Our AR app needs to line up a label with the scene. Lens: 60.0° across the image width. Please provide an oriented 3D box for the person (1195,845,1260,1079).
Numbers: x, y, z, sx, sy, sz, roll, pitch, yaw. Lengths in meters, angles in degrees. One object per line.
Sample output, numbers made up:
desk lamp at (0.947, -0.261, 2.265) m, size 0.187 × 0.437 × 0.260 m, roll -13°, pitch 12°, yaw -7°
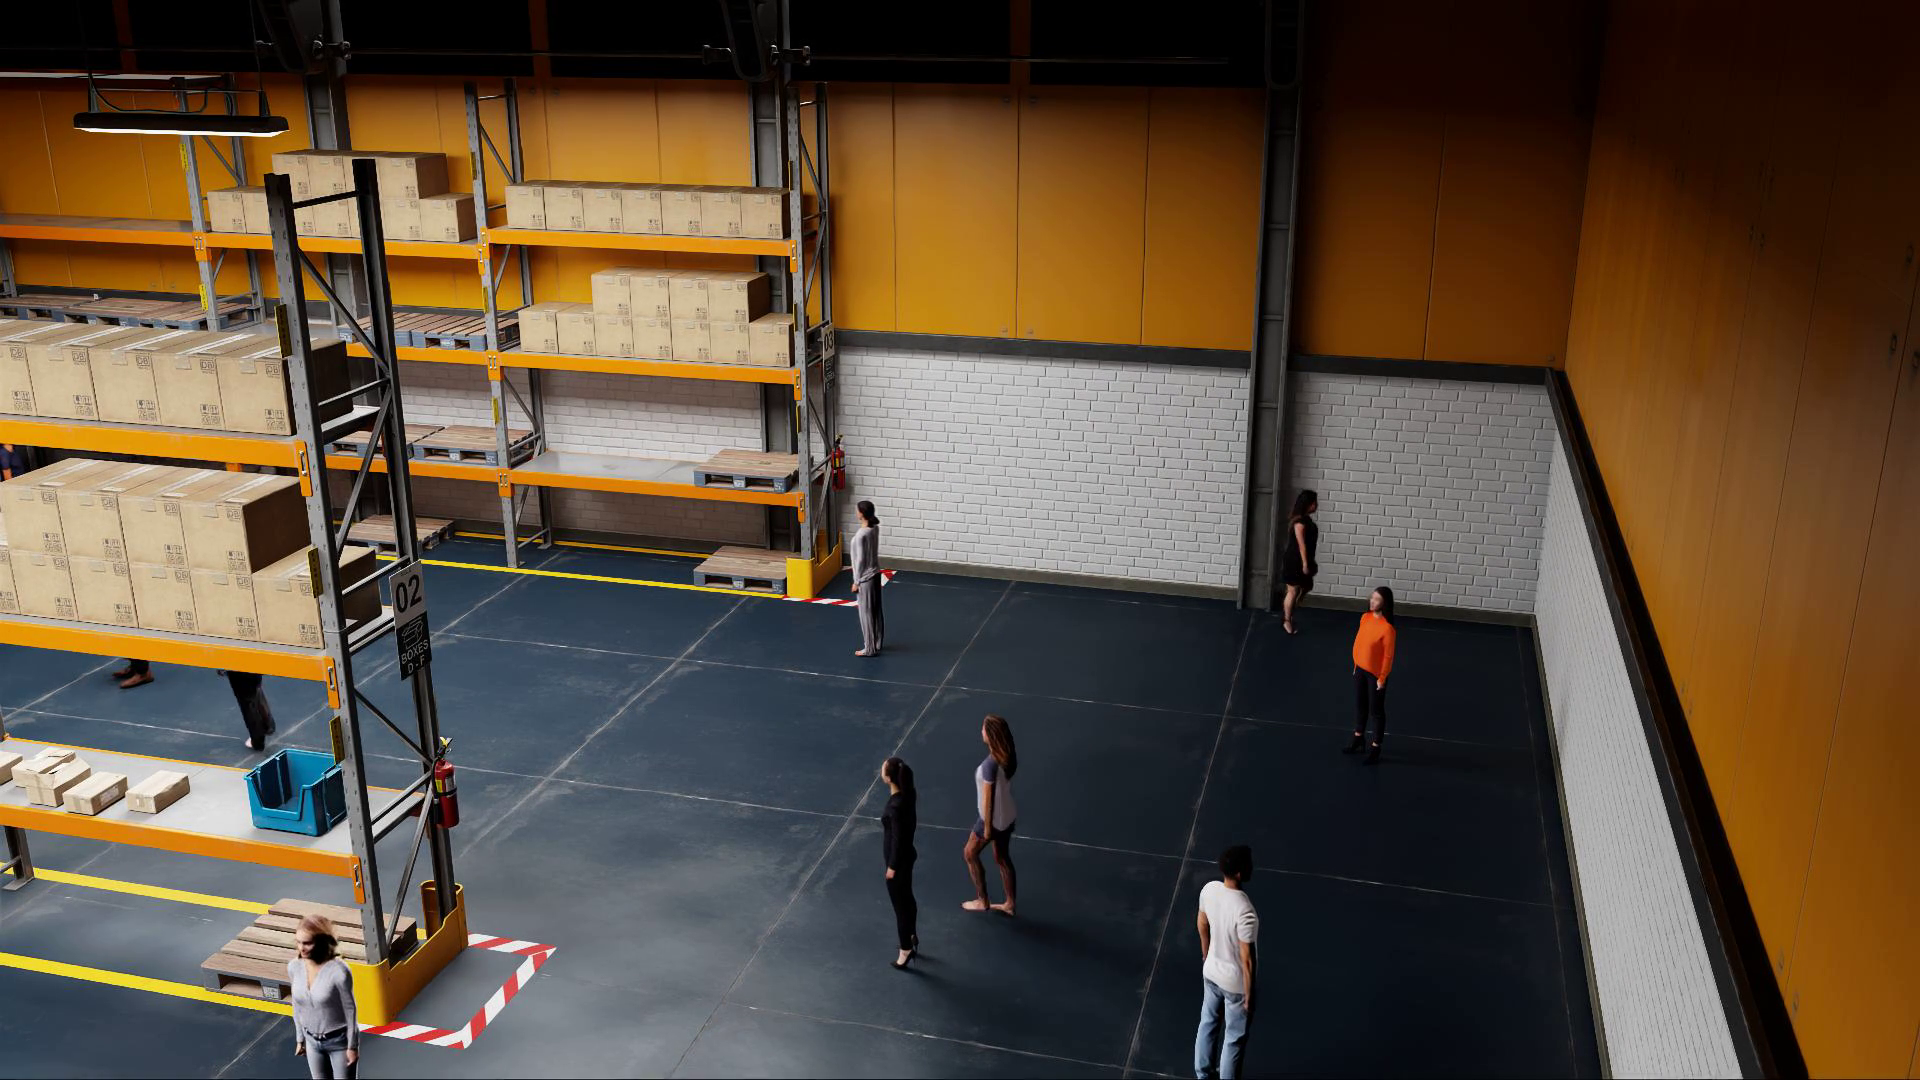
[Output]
person at (1.766, 2.846, 10.924) m, size 0.796 × 1.864 × 0.738 m, roll -10°, pitch 21°, yaw -28°

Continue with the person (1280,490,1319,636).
person at (3.749, 0.259, 18.851) m, size 0.608 × 1.707 × 0.653 m, roll 5°, pitch 19°, yaw 13°

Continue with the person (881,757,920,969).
person at (-0.451, 2.405, 12.475) m, size 0.480 × 1.710 × 0.585 m, roll 3°, pitch 19°, yaw 10°

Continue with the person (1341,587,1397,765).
person at (3.921, 1.263, 15.809) m, size 0.759 × 1.746 × 0.713 m, roll -9°, pitch 20°, yaw -24°

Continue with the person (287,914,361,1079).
person at (-3.890, 3.103, 10.268) m, size 0.434 × 1.795 × 0.651 m, roll 6°, pitch 19°, yaw 16°

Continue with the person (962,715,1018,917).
person at (0.357, 2.205, 13.063) m, size 0.726 × 1.713 × 0.690 m, roll 10°, pitch 21°, yaw 27°

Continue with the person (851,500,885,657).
person at (-1.010, 0.414, 18.288) m, size 0.573 × 1.773 × 0.626 m, roll 8°, pitch 20°, yaw 23°
